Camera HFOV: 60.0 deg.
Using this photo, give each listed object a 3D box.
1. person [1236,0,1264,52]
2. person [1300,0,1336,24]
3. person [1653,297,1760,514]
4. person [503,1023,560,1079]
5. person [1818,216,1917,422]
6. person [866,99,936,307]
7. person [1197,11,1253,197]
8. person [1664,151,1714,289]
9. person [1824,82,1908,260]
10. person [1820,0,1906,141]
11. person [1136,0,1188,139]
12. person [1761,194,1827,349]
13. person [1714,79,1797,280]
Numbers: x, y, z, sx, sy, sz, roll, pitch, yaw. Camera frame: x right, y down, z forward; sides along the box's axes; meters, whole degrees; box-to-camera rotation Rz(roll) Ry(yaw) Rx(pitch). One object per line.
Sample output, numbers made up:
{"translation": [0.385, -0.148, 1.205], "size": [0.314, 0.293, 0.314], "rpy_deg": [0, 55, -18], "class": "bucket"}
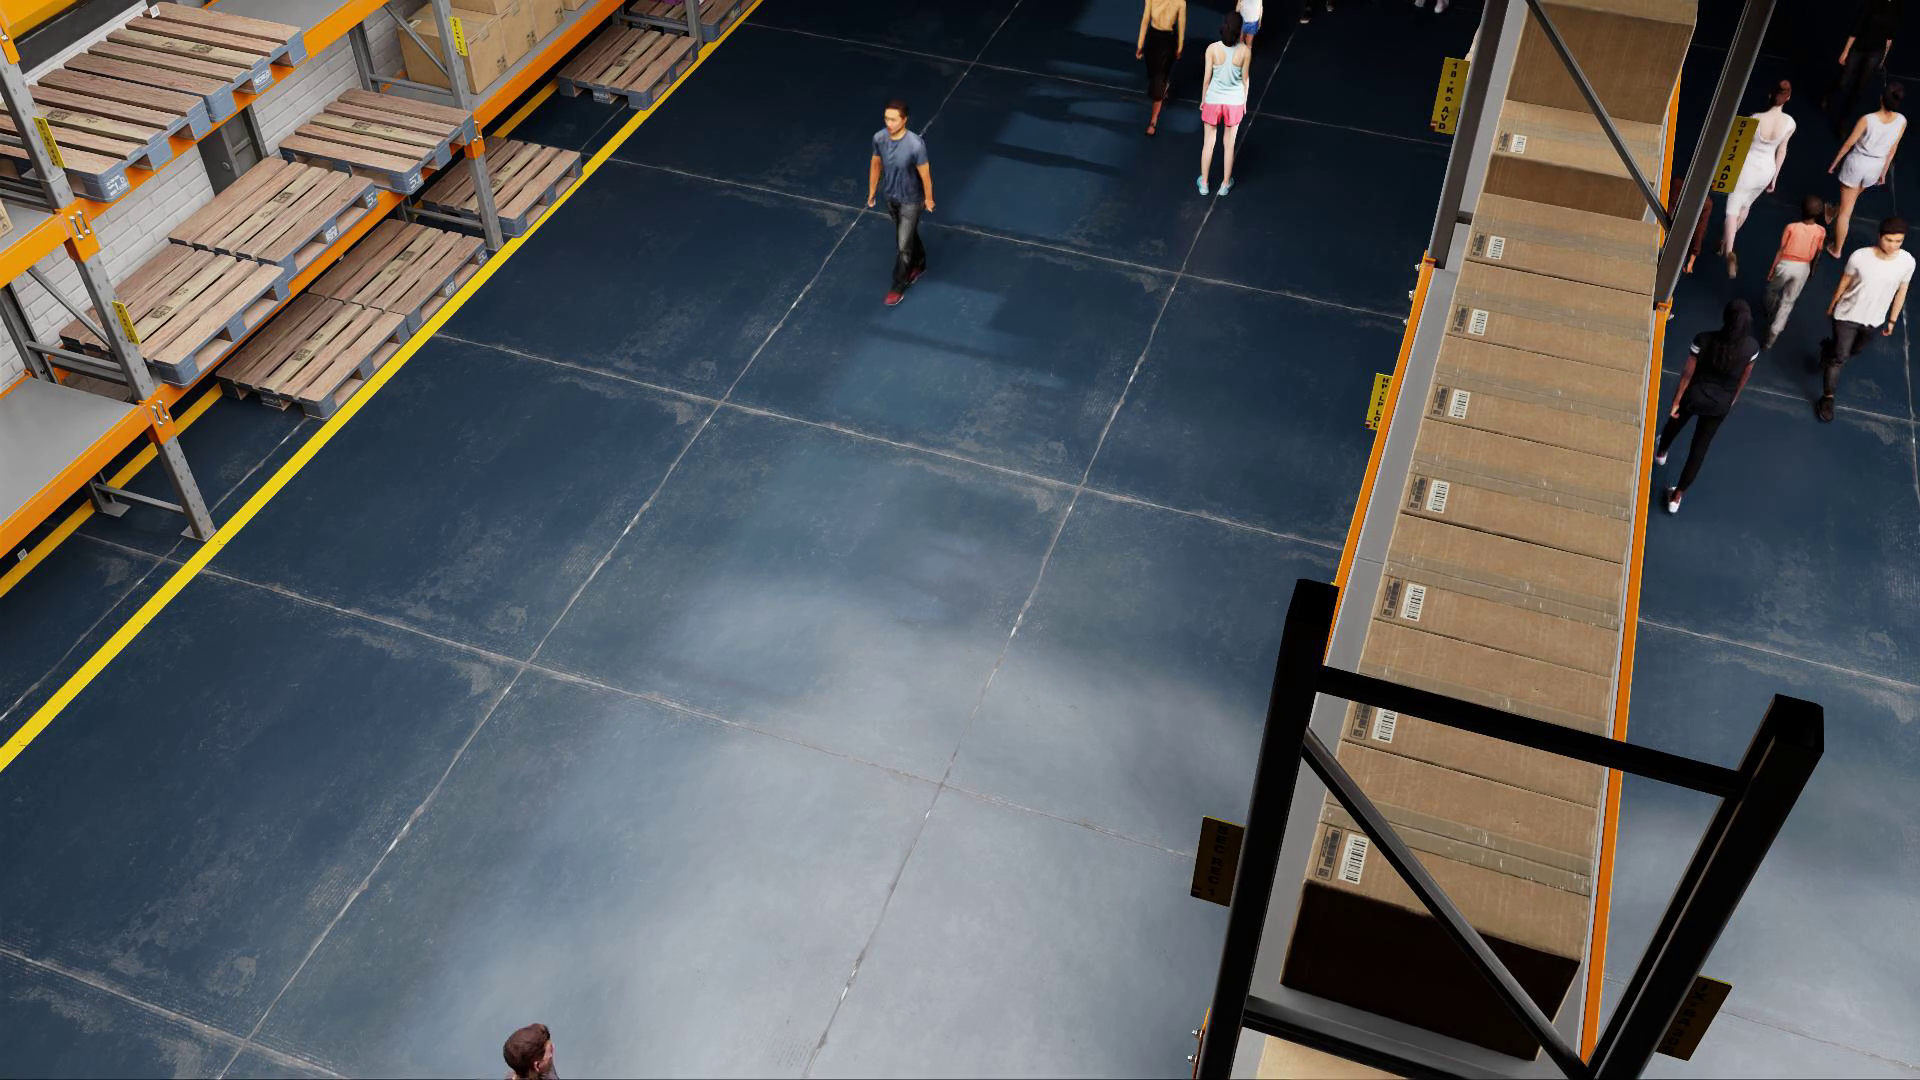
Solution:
{"translation": [2.967, -5.365, 17.049], "size": [0.479, 1.012, 0.632], "rpy_deg": [7, 44, 7], "class": "person"}
{"translation": [3.924, -6.197, 17.604], "size": [0.630, 1.451, 0.737], "rpy_deg": [21, 48, 21], "class": "person"}
{"translation": [5.330, -0.925, 11.889], "size": [0.601, 1.702, 0.984], "rpy_deg": [15, 46, 15], "class": "person"}
{"translation": [-2.026, 2.930, 7.745], "size": [0.927, 1.836, 0.585], "rpy_deg": [14, 45, 15], "class": "person"}
{"translation": [6.928, -1.790, 12.804], "size": [0.742, 1.691, 1.090], "rpy_deg": [7, 44, 8], "class": "person"}
{"translation": [-0.421, -2.910, 13.910], "size": [0.829, 1.787, 1.020], "rpy_deg": [26, 49, 25], "class": "person"}
{"translation": [2.381, -3.935, 15.001], "size": [0.624, 1.766, 0.637], "rpy_deg": [6, 44, 7], "class": "person"}
{"translation": [5.676, -2.339, 13.318], "size": [0.738, 1.778, 0.696], "rpy_deg": [-21, 47, -20], "class": "person"}
{"translation": [7.783, -3.140, 14.303], "size": [0.779, 1.577, 1.034], "rpy_deg": [1, 44, 1], "class": "person"}
{"translation": [8.625, -4.694, 15.894], "size": [0.653, 1.633, 0.876], "rpy_deg": [8, 44, 8], "class": "person"}
{"translation": [1.945, -4.736, 15.950], "size": [0.649, 1.617, 1.040], "rpy_deg": [20, 47, 20], "class": "person"}
{"translation": [6.750, -2.155, 13.487], "size": [0.509, 1.277, 0.906], "rpy_deg": [15, 46, 15], "class": "person"}
{"translation": [6.666, -2.983, 14.001], "size": [0.674, 1.768, 1.051], "rpy_deg": [9, 44, 10], "class": "person"}
